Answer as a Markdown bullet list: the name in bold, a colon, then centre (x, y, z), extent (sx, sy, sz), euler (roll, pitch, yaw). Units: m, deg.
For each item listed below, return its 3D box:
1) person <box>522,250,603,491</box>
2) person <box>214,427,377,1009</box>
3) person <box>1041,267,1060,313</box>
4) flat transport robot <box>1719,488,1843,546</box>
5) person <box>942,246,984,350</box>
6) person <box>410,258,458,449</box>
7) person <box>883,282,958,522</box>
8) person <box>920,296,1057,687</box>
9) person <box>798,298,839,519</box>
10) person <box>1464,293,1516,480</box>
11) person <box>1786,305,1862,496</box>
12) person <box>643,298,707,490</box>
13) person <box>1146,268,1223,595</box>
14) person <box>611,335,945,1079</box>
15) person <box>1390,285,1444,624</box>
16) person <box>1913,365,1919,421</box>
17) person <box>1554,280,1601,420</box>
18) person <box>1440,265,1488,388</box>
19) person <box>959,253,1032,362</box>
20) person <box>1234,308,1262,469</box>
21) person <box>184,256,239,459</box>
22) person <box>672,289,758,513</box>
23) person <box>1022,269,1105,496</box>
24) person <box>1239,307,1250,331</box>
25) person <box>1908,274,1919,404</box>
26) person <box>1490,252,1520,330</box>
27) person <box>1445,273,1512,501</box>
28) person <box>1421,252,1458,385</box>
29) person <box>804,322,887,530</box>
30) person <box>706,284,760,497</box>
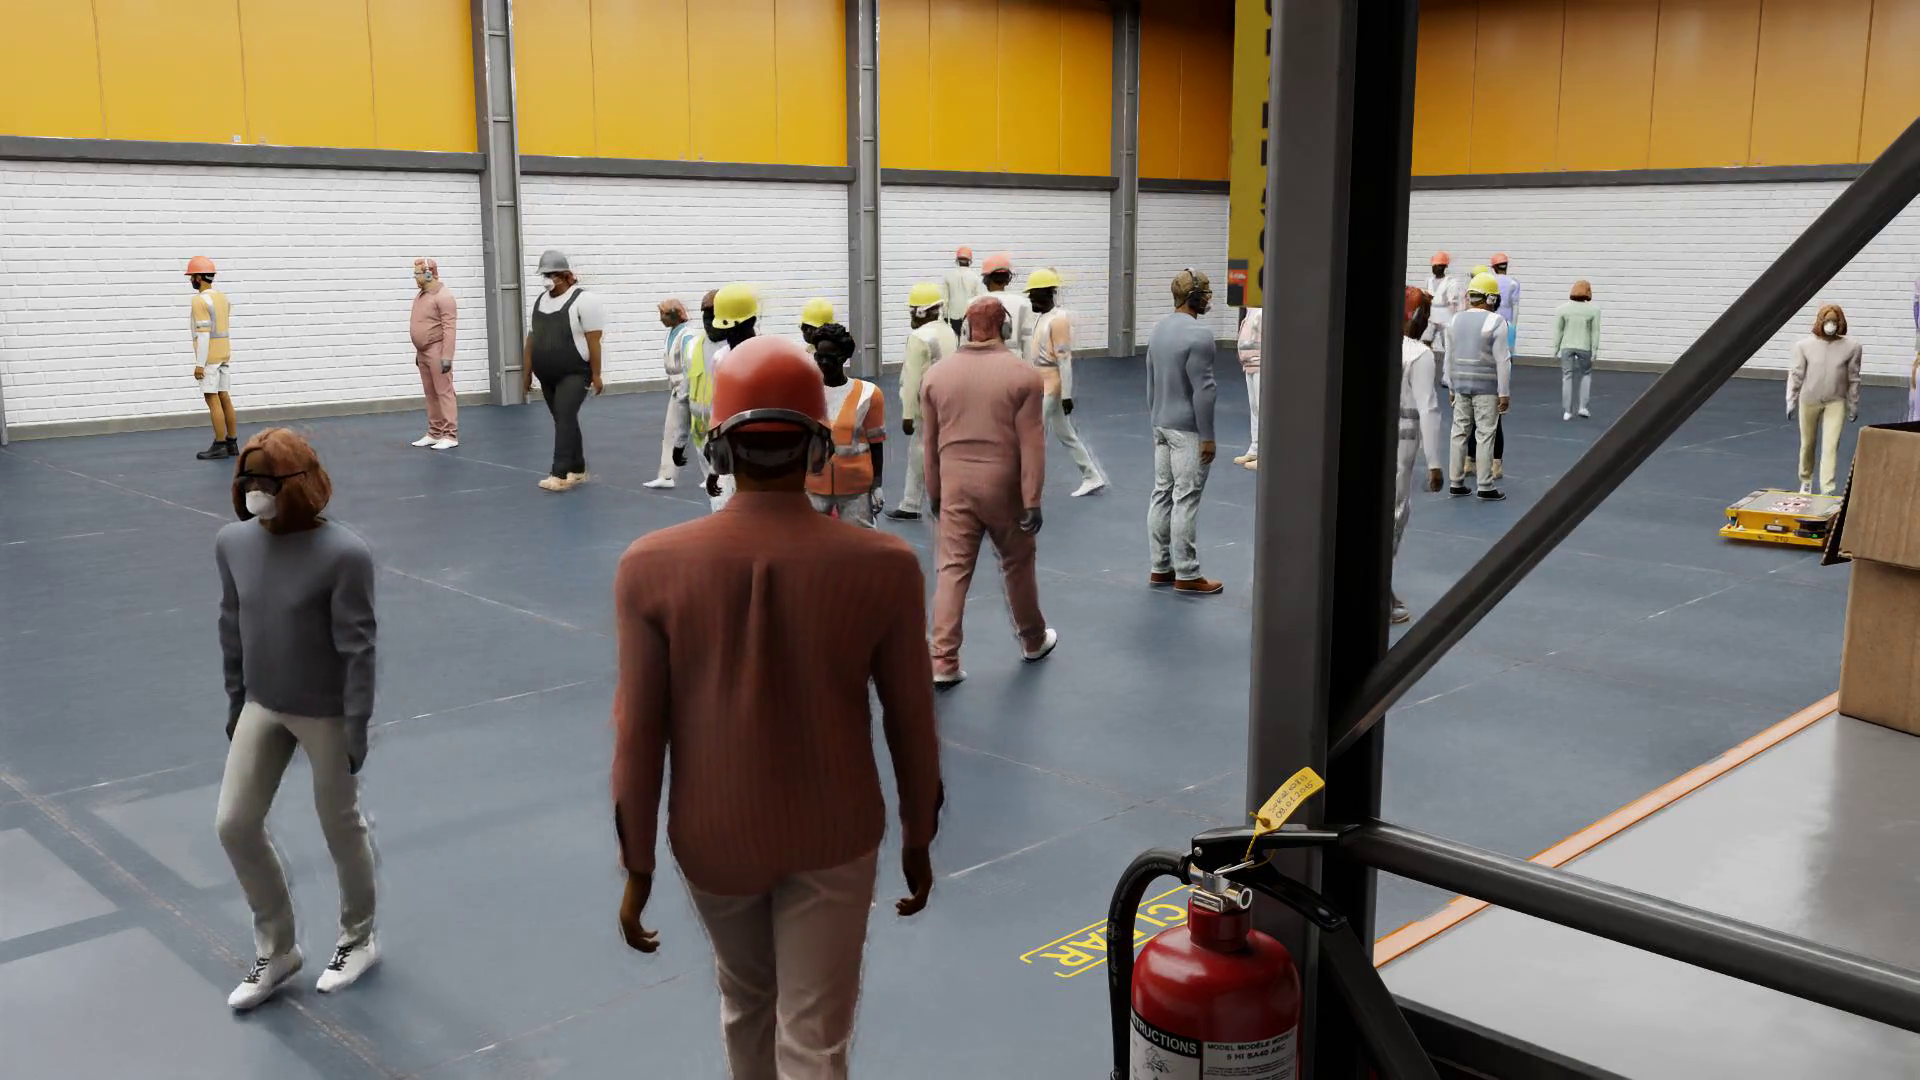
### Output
- **person**: centre (-3.411, -1.427, 13.925), extent (0.703, 2.000, 0.896), euler (6, 12, 30)
- **person**: centre (-1.848, 0.501, 4.568), extent (0.532, 1.614, 0.564), euler (3, 11, 14)
- **person**: centre (1.405, -3.378, 25.658), extent (0.307, 1.641, 0.514), euler (2, 11, 12)
- **flat transport robot**: centre (5.958, -0.174, 11.921), extent (0.652, 0.197, 1.431), euler (8, 13, 36)
- **person**: centre (0.051, -3.233, 23.938), extent (0.634, 1.990, 0.570), euler (3, 11, 18)
- **person**: centre (-5.295, -1.861, 16.675), extent (0.403, 1.904, 0.637), euler (-10, 14, -43)
- **person**: centre (-0.189, -0.978, 12.140), extent (0.838, 1.804, 0.603), euler (5, 12, 25)
- **person**: centre (0.131, -0.248, 8.046), extent (0.665, 1.843, 1.005), euler (4, 11, 22)
- **person**: centre (-0.932, -0.687, 10.713), extent (0.494, 1.733, 0.594), euler (-6, 12, -32)
- **person**: centre (4.598, -1.372, 14.566), extent (0.317, 1.696, 0.540), euler (-7, 13, -34)
- **person**: centre (6.904, -1.088, 13.317), extent (0.520, 1.586, 0.871), euler (5, 12, 26)
- **person**: centre (-2.345, -1.215, 13.951), extent (0.751, 1.594, 0.601), euler (-7, 13, -34)
- **person**: centre (1.334, -0.646, 9.946), extent (0.377, 1.940, 0.628), euler (-4, 11, -22)
- **person**: centre (-0.351, 0.571, 3.298), extent (0.636, 1.944, 1.050), euler (0, 10, 0)
- **person**: centre (2.385, -0.469, 9.203), extent (0.536, 1.852, 0.716), euler (-4, 11, -22)
- **person**: centre (4.809, -0.253, 7.923), extent (0.970, 1.905, 0.640), euler (-8, 13, -39)
- **person**: centre (7.176, -2.210, 19.353), extent (0.511, 1.617, 0.537), euler (5, 12, 26)
- **person**: centre (7.139, -2.945, 23.091), extent (0.931, 1.713, 0.551), euler (-2, 10, -8)
- **person**: centre (0.305, -1.452, 14.267), extent (0.630, 1.986, 1.069), euler (-5, 12, -27)
- **person**: centre (2.758, -1.572, 15.261), extent (0.429, 1.844, 0.625), euler (-1, 10, -6)
- **person**: centre (-7.180, -1.737, 15.900), extent (0.367, 1.935, 0.552), euler (0, 10, 2)
- **person**: centre (-1.468, -0.570, 9.877), extent (0.665, 1.808, 0.779), euler (6, 12, 32)
- **person**: centre (0.748, -1.253, 13.468), extent (0.993, 1.876, 0.591), euler (-2, 11, -11)
- **person**: centre (3.617, -2.447, 19.849), extent (0.627, 1.903, 0.474), euler (5, 11, 25)
- **person**: centre (12.270, -2.715, 20.930), extent (0.365, 2.048, 0.607), euler (-2, 11, -13)
- **person**: centre (7.637, -3.123, 23.586), extent (0.548, 1.904, 0.824), euler (2, 11, 13)
- **person**: centre (4.186, -1.228, 13.410), extent (0.404, 1.832, 0.589), euler (-8, 13, -37)
- **person**: centre (6.733, -3.112, 23.529), extent (0.975, 1.882, 0.565), euler (-8, 13, -38)
- **person**: centre (-0.643, -0.265, 8.519), extent (0.539, 1.698, 0.318), euler (0, 10, 0)
- **person**: centre (-1.114, -0.414, 8.843), extent (0.609, 1.869, 0.799), euler (9, 14, 40)
